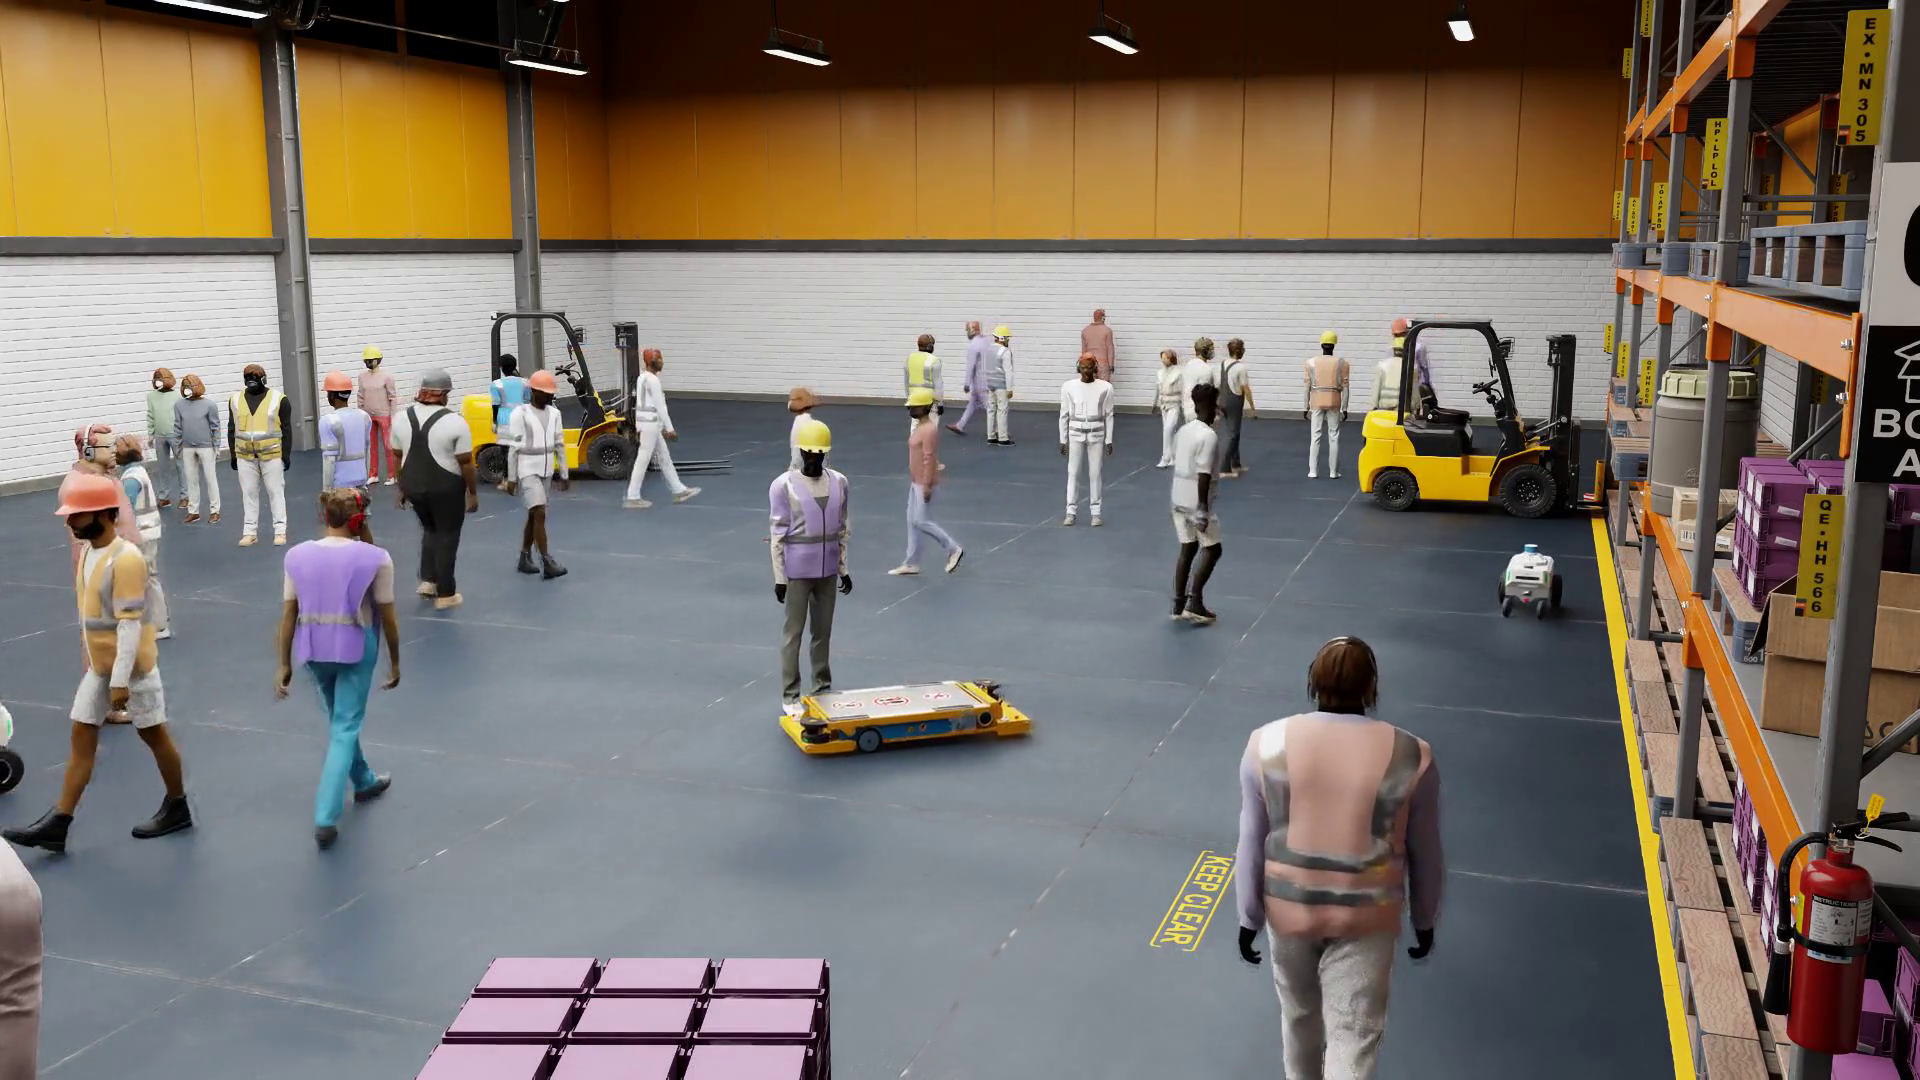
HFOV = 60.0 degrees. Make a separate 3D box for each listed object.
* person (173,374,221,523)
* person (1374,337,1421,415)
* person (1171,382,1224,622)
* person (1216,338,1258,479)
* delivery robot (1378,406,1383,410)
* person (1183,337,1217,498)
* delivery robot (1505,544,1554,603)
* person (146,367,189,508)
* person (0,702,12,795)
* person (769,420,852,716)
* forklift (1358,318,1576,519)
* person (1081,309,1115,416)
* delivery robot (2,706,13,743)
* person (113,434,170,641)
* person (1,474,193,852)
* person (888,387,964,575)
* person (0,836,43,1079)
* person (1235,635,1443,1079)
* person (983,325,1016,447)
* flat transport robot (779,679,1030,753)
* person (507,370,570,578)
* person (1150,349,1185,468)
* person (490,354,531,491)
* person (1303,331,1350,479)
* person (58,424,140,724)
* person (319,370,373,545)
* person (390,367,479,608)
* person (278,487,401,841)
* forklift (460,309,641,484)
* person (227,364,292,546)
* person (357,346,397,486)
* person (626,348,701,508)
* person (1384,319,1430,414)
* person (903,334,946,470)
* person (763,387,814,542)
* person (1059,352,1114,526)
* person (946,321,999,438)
[{"bbox_3d":[-8.324,-0.994,18.164,0.507,1.631,0.266,0,10,3],"label":"person"},{"bbox_3d":[5.995,-1.878,22.762,0.613,1.775,0.920,6,12,32],"label":"person"},{"bbox_3d":[1.910,-0.304,13.447,0.446,1.928,0.626,-4,11,-20],"label":"person"},{"bbox_3d":[3.642,-1.707,21.641,0.632,1.829,0.526,-5,11,-28],"label":"person"},{"bbox_3d":[6.443,-1.806,25.513,0.477,0.478,0.707,2,10,10],"label":"delivery robot"},{"bbox_3d":[2.873,-1.471,19.991,0.356,1.938,0.633,-2,10,-13],"label":"person"},{"bbox_3d":[4.714,0.281,13.756,0.477,0.478,0.707,4,11,22],"label":"delivery robot"},{"bbox_3d":[-9.125,-1.175,19.180,0.499,1.634,0.285,1,10,7],"label":"person"},{"bbox_3d":[-5.476,0.458,8.968,0.397,1.992,0.622,3,11,17],"label":"person"},{"bbox_3d":[-0.942,0.185,10.706,0.590,1.923,0.384,-8,13,-39],"label":"person"},{"bbox_3d":[5.787,-1.437,19.079,2.313,2.155,1.214,3,11,19],"label":"forklift"},{"bbox_3d":[2.461,-3.123,29.381,0.639,1.911,0.406,7,12,35],"label":"person"},{"bbox_3d":[-5.638,1.097,9.162,0.707,0.478,0.477,-8,13,-38],"label":"delivery robot"},{"bbox_3d":[-6.258,-0.005,12.645,0.402,1.617,0.518,-5,11,-26],"label":"person"},{"bbox_3d":[-4.315,0.632,8.261,0.569,1.894,0.930,8,13,37],"label":"person"},{"bbox_3d":[-0.323,-0.529,15.213,0.581,1.759,0.540,-2,10,-12],"label":"person"},{"bbox_3d":[-2.524,1.368,4.111,0.639,1.903,0.409,6,12,32],"label":"person"},{"bbox_3d":[1.212,1.204,5.360,0.643,1.797,0.965,3,11,17],"label":"person"},{"bbox_3d":[0.608,-2.329,25.133,0.403,1.827,0.596,-7,12,-36],"label":"person"},{"bbox_3d":[-0.348,1.081,10.317,1.431,0.197,0.652,-4,11,-19],"label":"flat transport robot"},{"bbox_3d":[-3.783,-0.597,15.191,0.907,1.891,0.567,7,12,35],"label":"person"},{"bbox_3d":[2.794,-1.777,22.622,0.694,1.611,0.545,-7,12,-35],"label":"person"},{"bbox_3d":[-5.548,-1.452,20.564,0.535,1.699,0.318,-9,13,-41],"label":"person"},{"bbox_3d":[4.751,-1.749,21.591,0.592,1.926,0.366,2,10,14],"label":"person"},{"bbox_3d":[-5.441,0.210,10.618,0.409,1.909,0.640,-2,10,-12],"label":"person"},{"bbox_3d":[-5.413,-0.519,14.633,0.354,1.939,0.545,4,11,23],"label":"person"},{"bbox_3d":[-4.361,-0.452,13.965,0.711,2.000,0.542,3,10,15],"label":"person"},{"bbox_3d":[-3.227,0.621,8.678,0.597,1.783,0.972,1,10,5],"label":"person"},{"bbox_3d":[-5.354,-1.902,21.697,2.313,2.155,1.214,-2,10,-13],"label":"forklift"},{"bbox_3d":[-7.066,-0.853,16.788,0.623,1.844,0.429,-1,10,-6],"label":"person"},{"bbox_3d":[-7.364,-1.561,20.986,0.534,1.767,0.317,2,10,13],"label":"person"},{"bbox_3d":[-3.464,-1.297,19.291,0.967,1.836,0.584,-4,11,-20],"label":"person"},{"bbox_3d":[6.461,-2.225,24.185,0.617,1.953,1.087,8,13,39],"label":"person"},{"bbox_3d":[-0.457,-1.856,22.439,0.637,1.840,0.429,8,13,39],"label":"person"},{"bbox_3d":[-1.570,-0.758,16.919,0.824,1.599,0.498,-2,10,-10],"label":"person"},{"bbox_3d":[1.364,-1.087,17.982,0.585,1.882,0.337,1,10,6],"label":"person"},{"bbox_3d":[0.263,-2.521,26.182,1.059,1.836,0.652,4,11,19],"label":"person"}]
